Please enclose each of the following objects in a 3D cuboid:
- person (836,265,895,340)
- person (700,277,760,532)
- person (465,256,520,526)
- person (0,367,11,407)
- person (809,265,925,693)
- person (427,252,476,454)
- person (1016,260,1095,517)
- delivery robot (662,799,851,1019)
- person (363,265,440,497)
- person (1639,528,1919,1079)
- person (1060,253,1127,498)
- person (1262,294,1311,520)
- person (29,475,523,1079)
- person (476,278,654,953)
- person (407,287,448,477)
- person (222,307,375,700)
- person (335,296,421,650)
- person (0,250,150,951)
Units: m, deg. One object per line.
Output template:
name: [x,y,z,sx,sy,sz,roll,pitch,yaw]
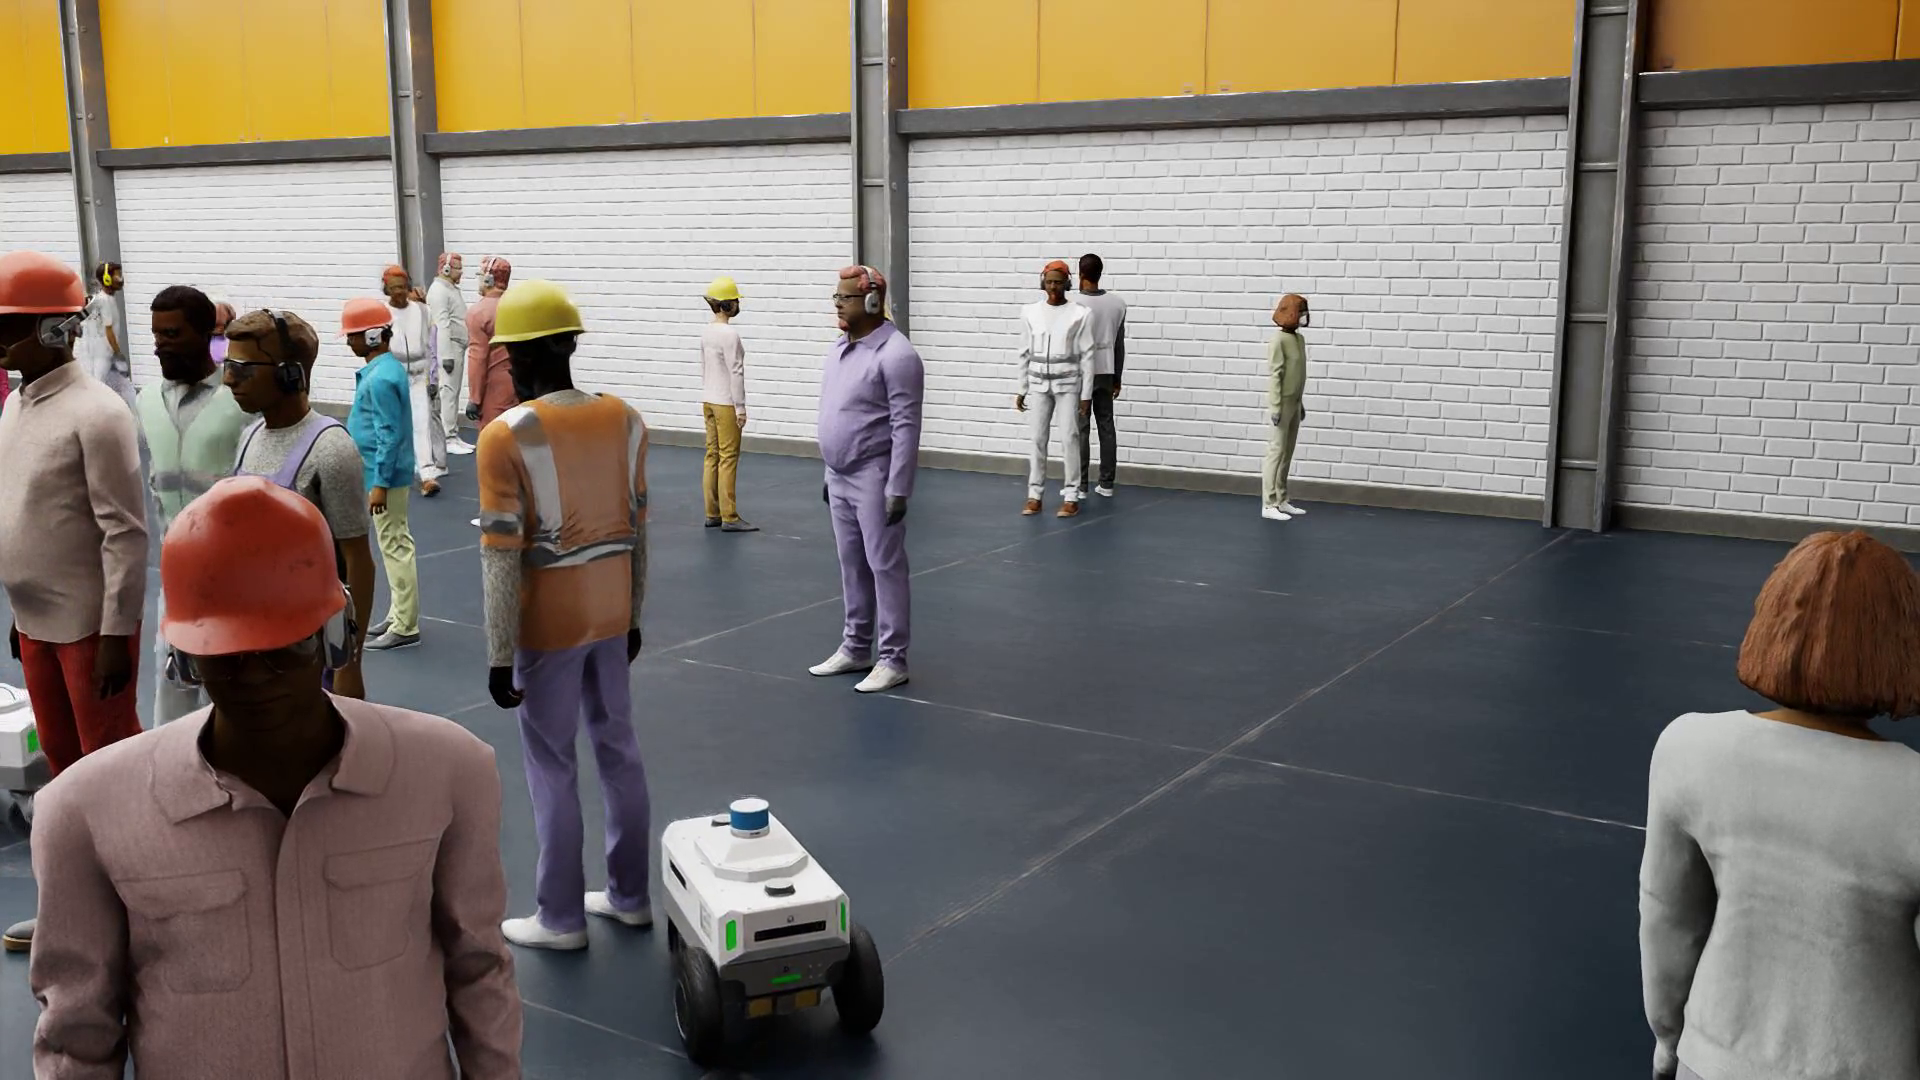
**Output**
person: [-0.689,-1.027,11.893,0.429,1.842,0.635,-4,11,-21]
person: [-1.629,-0.939,11.589,0.309,1.772,0.525,-7,12,-33]
person: [-3.266,-1.049,11.801,0.407,1.913,0.641,5,12,27]
person: [-9.895,-1.838,16.943,0.286,1.633,0.500,4,11,20]
person: [-0.442,-0.273,7.510,0.403,1.911,0.637,-7,12,-34]
person: [-4.826,-1.773,15.837,0.406,1.906,0.638,-2,10,-9]
person: [0.703,-1.103,12.206,0.583,1.878,0.343,4,11,23]
delivery robot: [-0.549,0.924,4.371,0.477,0.478,0.707,-4,11,-22]
person: [-4.414,-1.246,13.139,0.581,1.817,1.050,-7,13,-36]
person: [1.198,0.792,2.361,0.286,1.636,0.499,-8,13,-37]
person: [1.028,-1.280,13.062,0.592,1.920,0.392,-5,11,-25]
person: [2.386,-0.969,12.126,0.264,1.632,0.508,7,12,33]
person: [-0.823,0.784,2.083,0.571,1.749,0.343,-5,11,-25]
person: [-1.134,0.224,4.738,0.398,1.918,0.592,7,12,35]
person: [-4.617,-1.339,14.208,0.506,1.632,0.317,8,13,38]
person: [-1.796,0.295,4.537,0.517,1.844,0.329,8,13,36]
person: [-2.884,-0.331,8.270,0.335,1.748,0.562,-3,11,-16]
person: [-2.471,0.207,4.611,0.619,1.994,0.380,7,13,35]
